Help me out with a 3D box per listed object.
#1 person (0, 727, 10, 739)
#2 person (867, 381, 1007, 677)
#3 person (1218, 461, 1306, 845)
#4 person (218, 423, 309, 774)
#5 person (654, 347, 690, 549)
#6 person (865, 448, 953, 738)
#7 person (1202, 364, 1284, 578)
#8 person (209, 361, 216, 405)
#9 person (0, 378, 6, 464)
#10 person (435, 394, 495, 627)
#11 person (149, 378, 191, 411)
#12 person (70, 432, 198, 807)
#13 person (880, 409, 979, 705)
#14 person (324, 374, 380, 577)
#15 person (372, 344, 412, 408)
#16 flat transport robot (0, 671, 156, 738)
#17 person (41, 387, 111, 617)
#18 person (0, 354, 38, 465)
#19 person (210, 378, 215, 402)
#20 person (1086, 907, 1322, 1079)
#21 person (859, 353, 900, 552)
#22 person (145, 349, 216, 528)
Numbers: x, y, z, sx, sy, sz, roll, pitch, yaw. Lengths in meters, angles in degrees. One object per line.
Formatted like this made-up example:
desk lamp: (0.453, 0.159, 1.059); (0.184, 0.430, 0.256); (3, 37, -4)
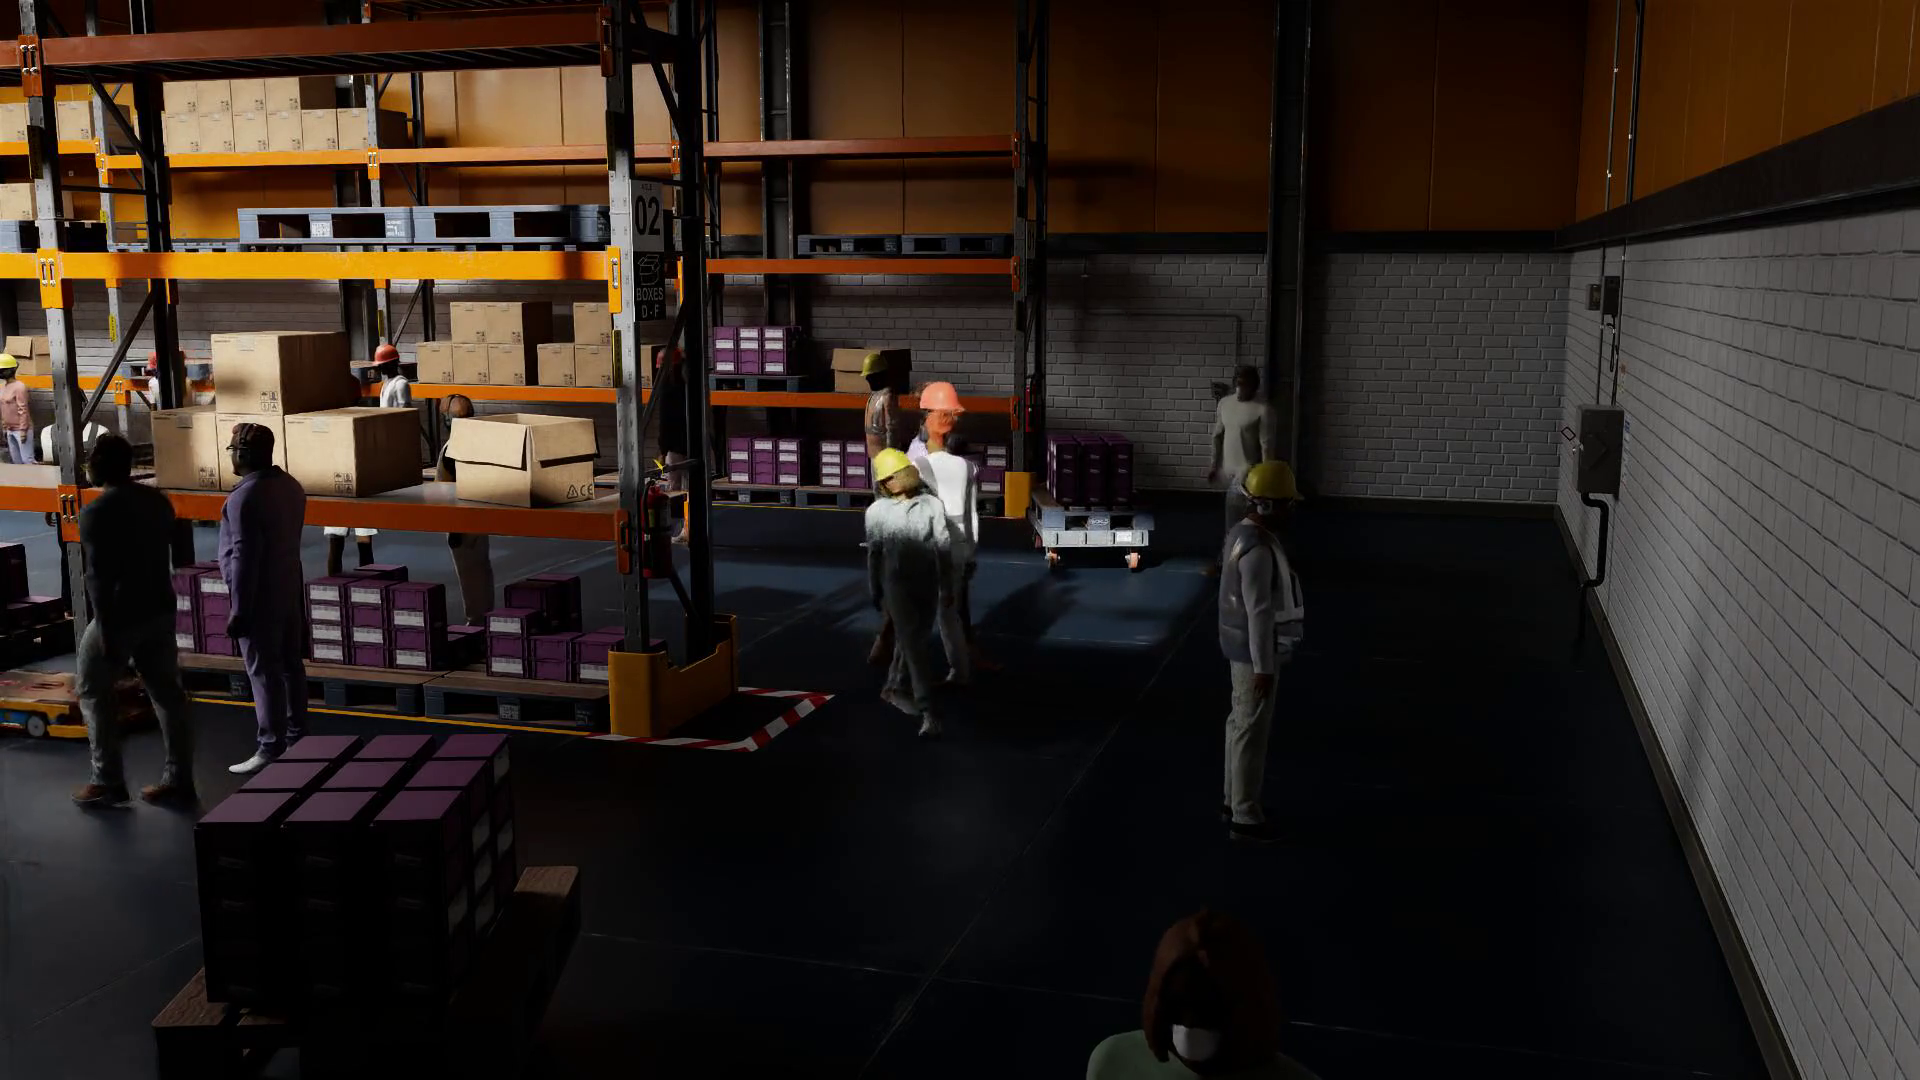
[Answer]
person: (-5.996, 0.213, 9.696); (0.886, 1.908, 0.637); (4, 10, 22)
person: (-0.198, -0.067, 11.128); (0.961, 2.002, 0.620); (3, 10, 18)
person: (1.445, 0.527, 7.996); (0.403, 1.827, 0.601); (1, 9, 3)
person: (-3.806, 0.314, 9.061); (0.410, 1.908, 0.643); (0, 9, 3)
person: (-2.667, -0.879, 16.163); (0.649, 1.967, 0.663); (5, 10, 27)
person: (-0.306, 0.292, 9.896); (0.483, 1.679, 0.811); (-3, 10, -20)
person: (2.589, -0.629, 14.847); (0.948, 1.905, 0.642); (-6, 11, -34)
person: (-7.126, -0.942, 16.307); (0.536, 2.000, 0.677); (-4, 10, -21)
person: (-11.341, -1.347, 19.414); (0.579, 1.829, 0.650); (-8, 12, -41)
person: (-3.565, -0.131, 11.976); (0.429, 1.839, 0.627); (0, 9, 0)
person: (-8.562, -1.165, 18.183); (0.511, 1.872, 0.328); (1, 9, 5)
person: (-4.261, 0.411, 8.452); (0.733, 1.913, 0.645); (3, 10, 16)
person: (-0.165, 0.109, 10.537); (0.681, 1.850, 0.440); (-9, 13, -43)
person: (-4.763, -0.347, 13.000); (0.544, 1.936, 0.359); (-6, 11, -32)
person: (-6.022, -1.115, 17.703); (0.377, 1.928, 0.542); (-7, 11, -36)
flat transport robot: (-5.584, 0.970, 10.030); (1.431, 0.197, 0.652); (3, 10, 16)
person: (-6.787, -0.273, 12.828); (0.508, 1.846, 0.345); (-3, 10, -16)
person: (-10.861, -1.259, 19.114); (0.529, 1.758, 0.364); (6, 11, 33)
person: (-8.388, -1.148, 18.928); (0.849, 1.589, 0.536); (-3, 10, -20)
person: (0.441, 1.446, 3.017); (0.502, 1.627, 0.272); (5, 11, 27)
person: (-0.771, -0.837, 16.037); (0.377, 1.918, 0.585); (-3, 10, -19)
person: (-8.274, -1.055, 17.421); (0.887, 1.888, 0.603); (1, 9, 9)
